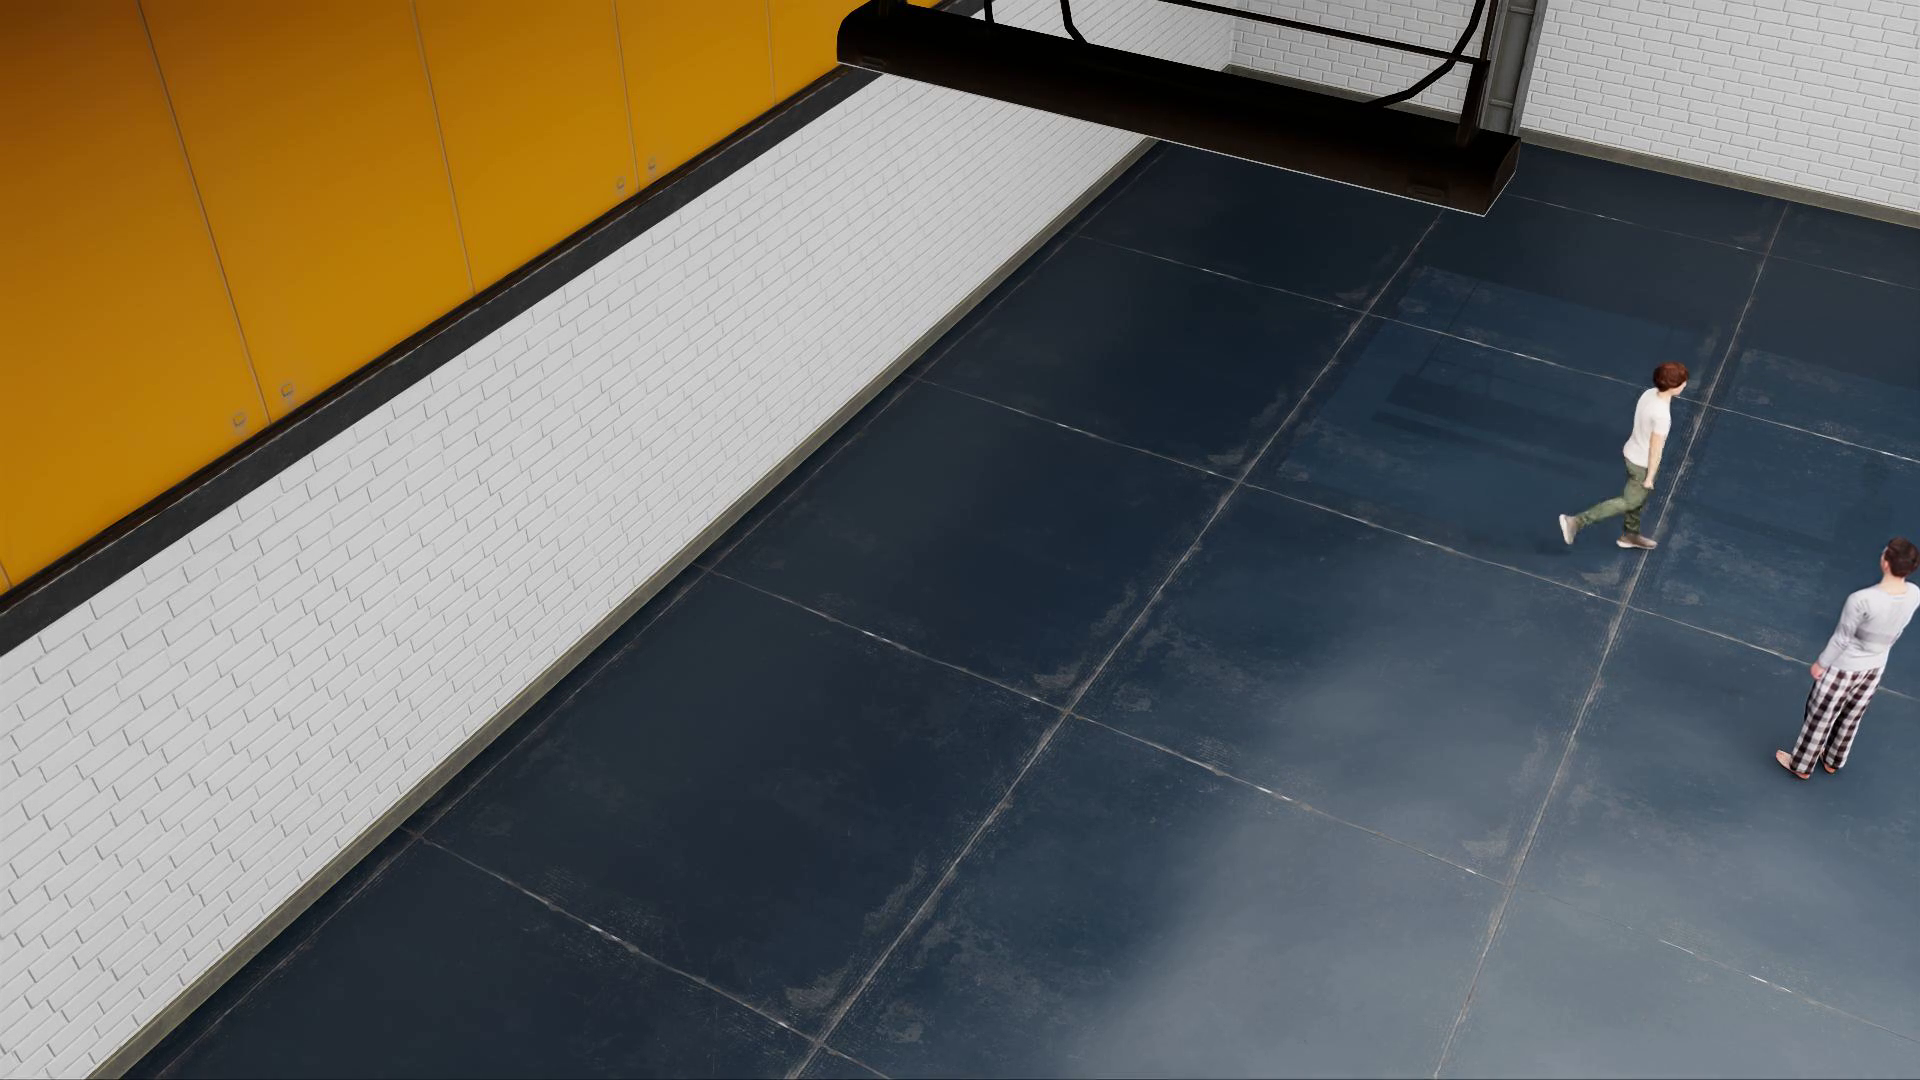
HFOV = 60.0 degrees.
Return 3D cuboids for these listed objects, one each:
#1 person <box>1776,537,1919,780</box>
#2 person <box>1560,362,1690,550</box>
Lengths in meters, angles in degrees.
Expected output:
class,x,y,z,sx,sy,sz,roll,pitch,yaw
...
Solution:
class,x,y,z,sx,sy,sz,roll,pitch,yaw
person,5.513,0.748,10.231,0.687,1.847,0.756,-8,39,-10
person,4.851,-0.569,12.053,1.097,1.632,0.855,3,39,4
